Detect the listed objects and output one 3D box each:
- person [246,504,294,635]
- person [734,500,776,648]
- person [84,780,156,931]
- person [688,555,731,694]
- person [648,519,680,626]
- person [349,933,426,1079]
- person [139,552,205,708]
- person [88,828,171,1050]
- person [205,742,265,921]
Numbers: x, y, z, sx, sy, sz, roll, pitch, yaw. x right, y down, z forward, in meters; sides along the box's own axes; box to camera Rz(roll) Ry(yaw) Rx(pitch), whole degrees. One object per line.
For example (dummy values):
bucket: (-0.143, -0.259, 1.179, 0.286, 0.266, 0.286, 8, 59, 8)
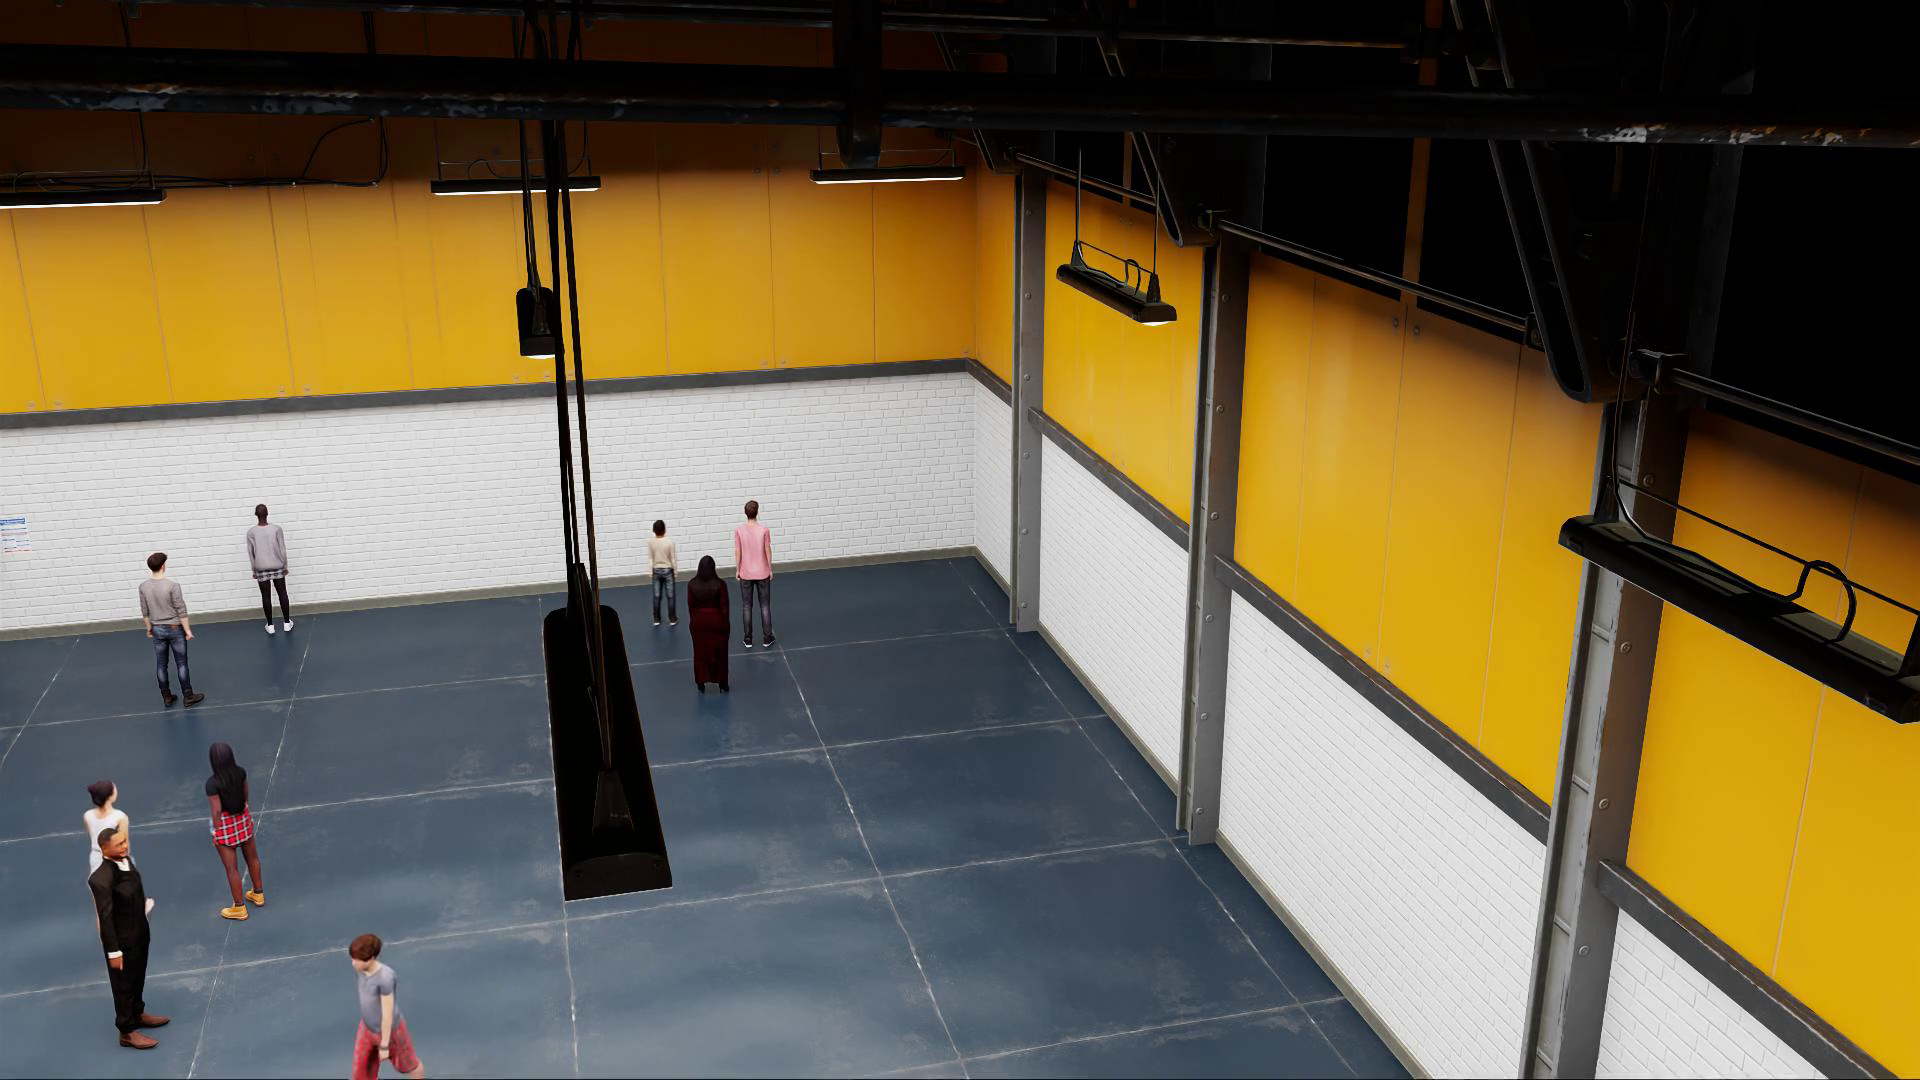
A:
person: (-9.178, 0.368, 22.095, 0.647, 1.771, 0.564, -8, 20, -22)
person: (-2.678, 0.437, 21.600, 0.674, 1.957, 0.604, -1, 19, -4)
person: (-7.584, 2.933, 14.781, 0.718, 1.578, 1.095, -1, 19, -2)
person: (-3.037, 1.023, 20.170, 0.736, 1.758, 0.713, 1, 19, 4)
person: (-3.995, 0.438, 22.374, 0.597, 1.461, 0.604, 2, 19, 5)
person: (-4.273, 3.668, 12.544, 1.097, 1.612, 1.103, 13, 23, 34)
person: (-9.438, 1.070, 19.803, 0.751, 1.903, 0.687, 0, 19, 1)
person: (-6.783, 3.193, 13.499, 0.806, 1.903, 0.598, -2, 19, -5)
person: (-6.718, 2.659, 15.360, 0.782, 1.728, 0.705, 7, 20, 20)
